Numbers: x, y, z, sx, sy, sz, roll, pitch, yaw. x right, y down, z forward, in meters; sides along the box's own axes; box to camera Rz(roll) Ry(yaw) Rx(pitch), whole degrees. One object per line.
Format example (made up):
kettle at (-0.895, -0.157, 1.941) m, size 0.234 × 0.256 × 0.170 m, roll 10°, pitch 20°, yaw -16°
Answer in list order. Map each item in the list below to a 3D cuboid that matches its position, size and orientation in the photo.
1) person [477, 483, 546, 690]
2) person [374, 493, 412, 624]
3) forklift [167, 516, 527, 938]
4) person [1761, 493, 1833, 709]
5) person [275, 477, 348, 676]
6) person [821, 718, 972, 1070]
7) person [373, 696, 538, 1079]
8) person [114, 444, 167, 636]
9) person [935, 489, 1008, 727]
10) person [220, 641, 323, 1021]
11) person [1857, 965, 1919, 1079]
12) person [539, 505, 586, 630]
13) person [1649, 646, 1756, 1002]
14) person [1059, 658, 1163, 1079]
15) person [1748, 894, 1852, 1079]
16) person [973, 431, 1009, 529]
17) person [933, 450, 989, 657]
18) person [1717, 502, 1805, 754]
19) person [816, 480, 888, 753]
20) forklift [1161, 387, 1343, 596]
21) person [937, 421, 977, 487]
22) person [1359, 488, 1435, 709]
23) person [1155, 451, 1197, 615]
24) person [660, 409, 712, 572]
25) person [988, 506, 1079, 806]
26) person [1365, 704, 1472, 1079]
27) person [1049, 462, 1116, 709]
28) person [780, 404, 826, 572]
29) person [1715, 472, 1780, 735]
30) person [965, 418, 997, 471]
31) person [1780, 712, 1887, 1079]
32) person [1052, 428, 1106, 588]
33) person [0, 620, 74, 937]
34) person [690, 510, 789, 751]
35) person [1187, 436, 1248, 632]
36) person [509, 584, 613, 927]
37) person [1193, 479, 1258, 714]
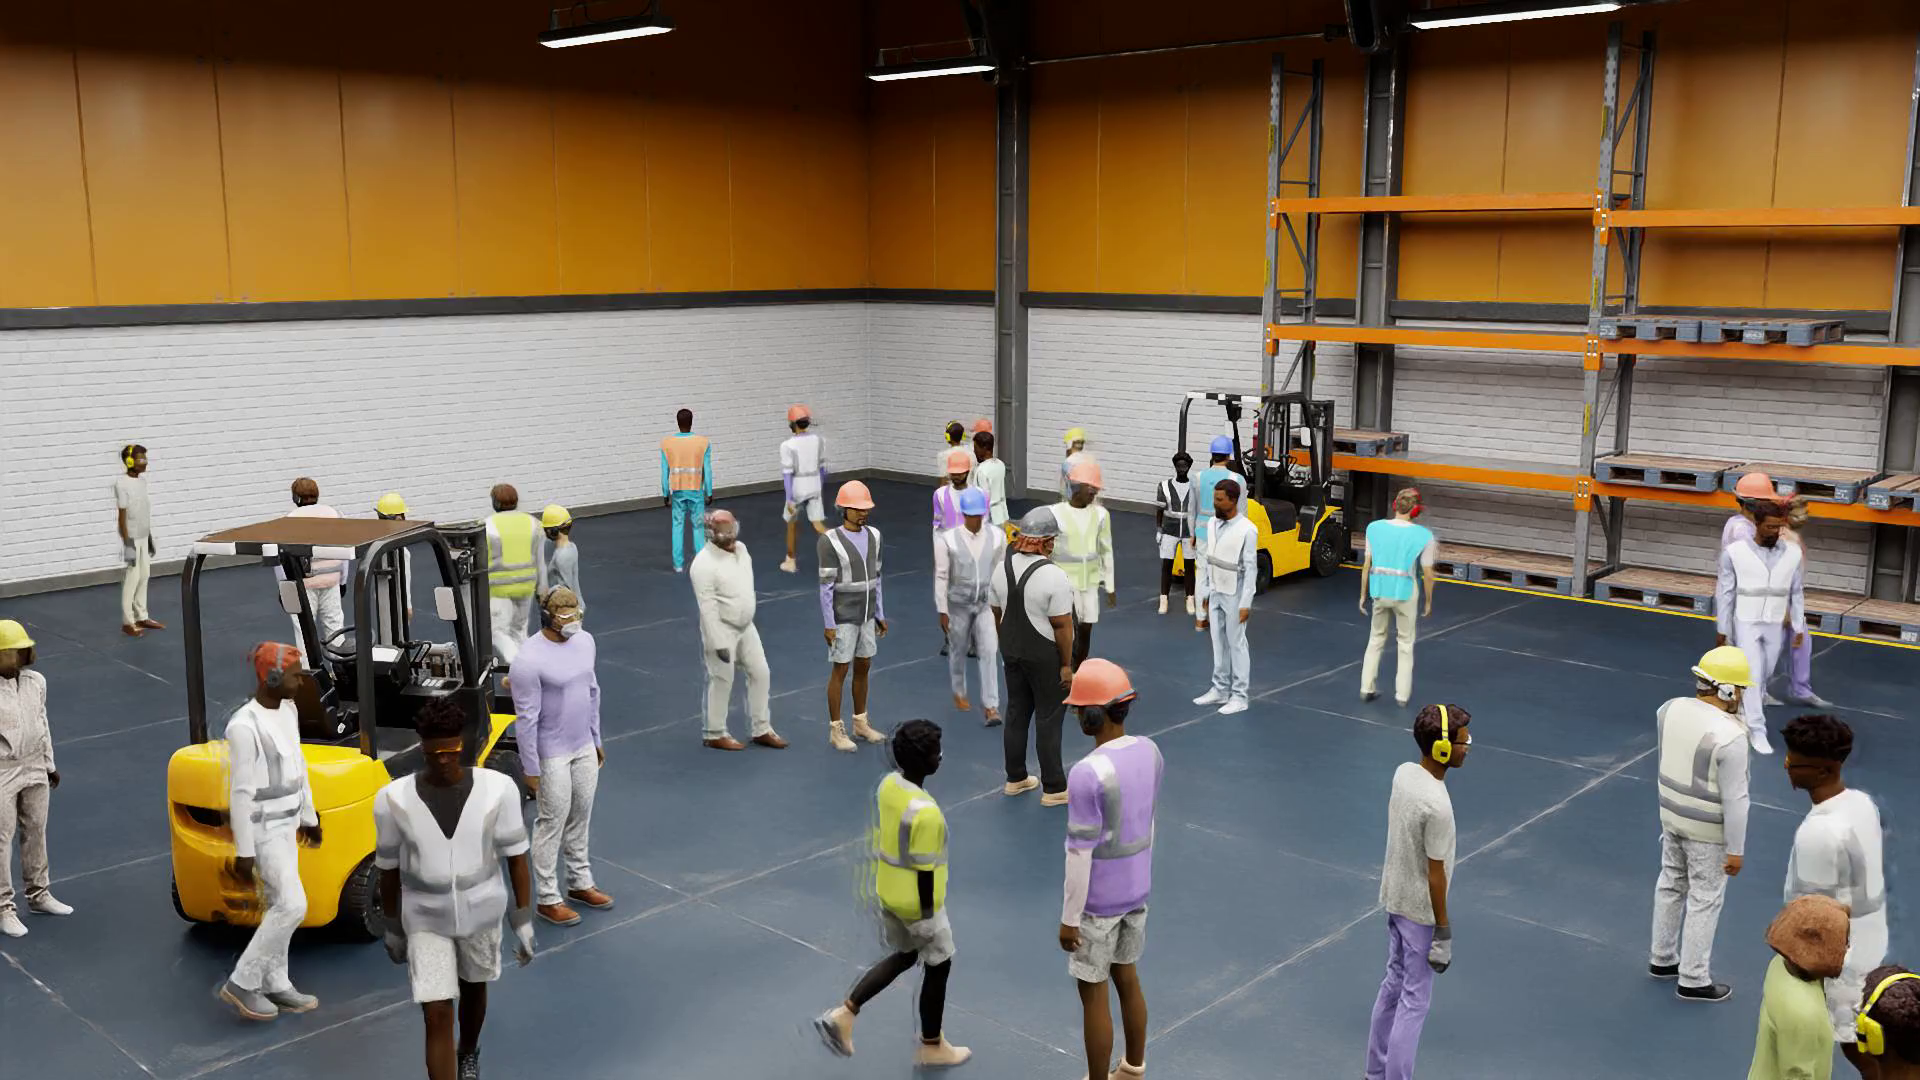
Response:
person at (-3.737, 0.434, 13.908) m, size 0.633 × 1.816 × 0.766 m, roll -9°, pitch 13°, yaw -40°
person at (-4.649, 0.494, 13.714) m, size 0.312 × 1.769 × 0.525 m, roll -8°, pitch 13°, yaw -38°
forklift at (-3.583, 0.976, 9.748) m, size 1.214 × 2.155 × 2.313 m, roll 2°, pitch 10°, yaw 11°
person at (6.783, 0.517, 13.470) m, size 0.759 × 1.800 × 0.623 m, roll 7°, pitch 12°, yaw 35°
person at (-5.533, 0.374, 14.216) m, size 0.429 × 1.836 × 0.629 m, roll 10°, pitch 14°, yaw 44°
person at (-0.274, 1.624, 7.535) m, size 0.608 × 1.674 × 0.533 m, roll -5°, pitch 11°, yaw -27°
person at (-2.112, 1.598, 6.989) m, size 0.622 × 1.909 × 0.998 m, roll -4°, pitch 11°, yaw -21°
person at (-8.092, 0.001, 16.303) m, size 0.346 × 1.861 × 0.608 m, roll 0°, pitch 10°, yaw -1°
person at (0.101, 0.521, 13.201) m, size 0.623 × 1.885 × 1.009 m, roll -2°, pitch 10°, yaw -12°
person at (-3.357, 1.421, 8.167) m, size 0.405 × 1.860 × 0.598 m, roll 0°, pitch 10°, yaw -1°
person at (2.487, 2.064, 4.518) m, size 0.512 × 1.861 × 0.325 m, roll -2°, pitch 10°, yaw -11°
person at (-3.135, 0.594, 13.160) m, size 0.329 × 1.764 × 0.524 m, roll -1°, pitch 10°, yaw -8°
person at (3.719, 1.417, 8.325) m, size 0.403 × 1.816 × 0.605 m, roll -2°, pitch 10°, yaw -14°
person at (0.617, 1.510, 7.190) m, size 0.410 × 2.032 × 0.609 m, roll 8°, pitch 13°, yaw 37°
person at (2.818, 1.977, 5.661) m, size 0.277 × 1.629 × 0.508 m, roll 4°, pitch 11°, yaw 20°
person at (0.296, -0.165, 17.042) m, size 0.388 × 1.916 × 0.589 m, roll 3°, pitch 10°, yaw 16°
person at (0.003, 0.127, 15.347) m, size 0.544 × 1.930 × 0.389 m, roll 3°, pitch 10°, yaw 16°
person at (6.076, 0.615, 12.704) m, size 0.642 × 1.886 × 0.866 m, roll 0°, pitch 10°, yaw 1°
person at (-0.788, 0.565, 12.520) m, size 0.370 × 2.044 × 0.608 m, roll 9°, pitch 14°, yaw 42°
forklift at (3.298, -0.608, 18.767) m, size 1.214 × 2.155 × 2.313 m, roll 9°, pitch 13°, yaw 42°
person at (-0.003, -0.423, 18.745) m, size 0.499 × 1.839 × 0.932 m, roll -3°, pitch 10°, yaw -16°
person at (3.569, 0.483, 13.596) m, size 0.588 × 1.828 × 0.471 m, roll 6°, pitch 12°, yaw 32°
person at (2.268, -0.069, 17.120) m, size 0.533 × 1.697 × 0.318 m, roll 1°, pitch 10°, yaw 4°
person at (-3.181, -0.571, 19.378) m, size 0.587 × 1.911 × 0.397 m, roll 0°, pitch 10°, yaw -3°
person at (0.556, 0.772, 11.350) m, size 0.537 × 2.000 × 0.678 m, roll -10°, pitch 14°, yaw -43°
person at (1.978, 1.602, 7.156) m, size 0.349 × 1.863 × 0.515 m, roll -1°, pitch 10°, yaw -4°
person at (1.006, 0.383, 13.629) m, size 0.636 × 2.013 × 0.579 m, roll -4°, pitch 11°, yaw -22°
person at (-1.759, -0.556, 19.041) m, size 0.604 × 2.008 × 1.031 m, roll -6°, pitch 12°, yaw -32°
person at (6.111, 0.485, 12.978) m, size 0.396 × 2.042 × 0.610 m, roll 3°, pitch 10°, yaw 18°
person at (0.227, -0.615, 20.132) m, size 0.455 × 1.731 × 0.557 m, roll 8°, pitch 12°, yaw 37°
person at (3.585, 1.648, 6.755) m, size 0.939 × 1.921 × 0.609 m, roll 7°, pitch 12°, yaw 34°
person at (1.316, -0.357, 18.551) m, size 0.972 × 1.767 × 0.605 m, roll 10°, pitch 14°, yaw 43°
person at (-5.208, 1.298, 9.203) m, size 0.298 × 1.744 × 0.487 m, roll 3°, pitch 10°, yaw 18°
person at (-1.626, 0.694, 12.296) m, size 0.753 × 1.868 × 0.685 m, roll 5°, pitch 11°, yaw 26°
person at (2.534, -0.051, 16.305) m, size 0.616 × 1.942 × 0.408 m, roll 6°, pitch 12°, yaw 30°
person at (-2.231, 1.188, 9.308) m, size 0.375 × 1.930 × 0.636 m, roll 5°, pitch 11°, yaw 25°
person at (2.195, 0.446, 13.558) m, size 0.373 × 1.915 × 0.596 m, roll -5°, pitch 11°, yaw -27°
